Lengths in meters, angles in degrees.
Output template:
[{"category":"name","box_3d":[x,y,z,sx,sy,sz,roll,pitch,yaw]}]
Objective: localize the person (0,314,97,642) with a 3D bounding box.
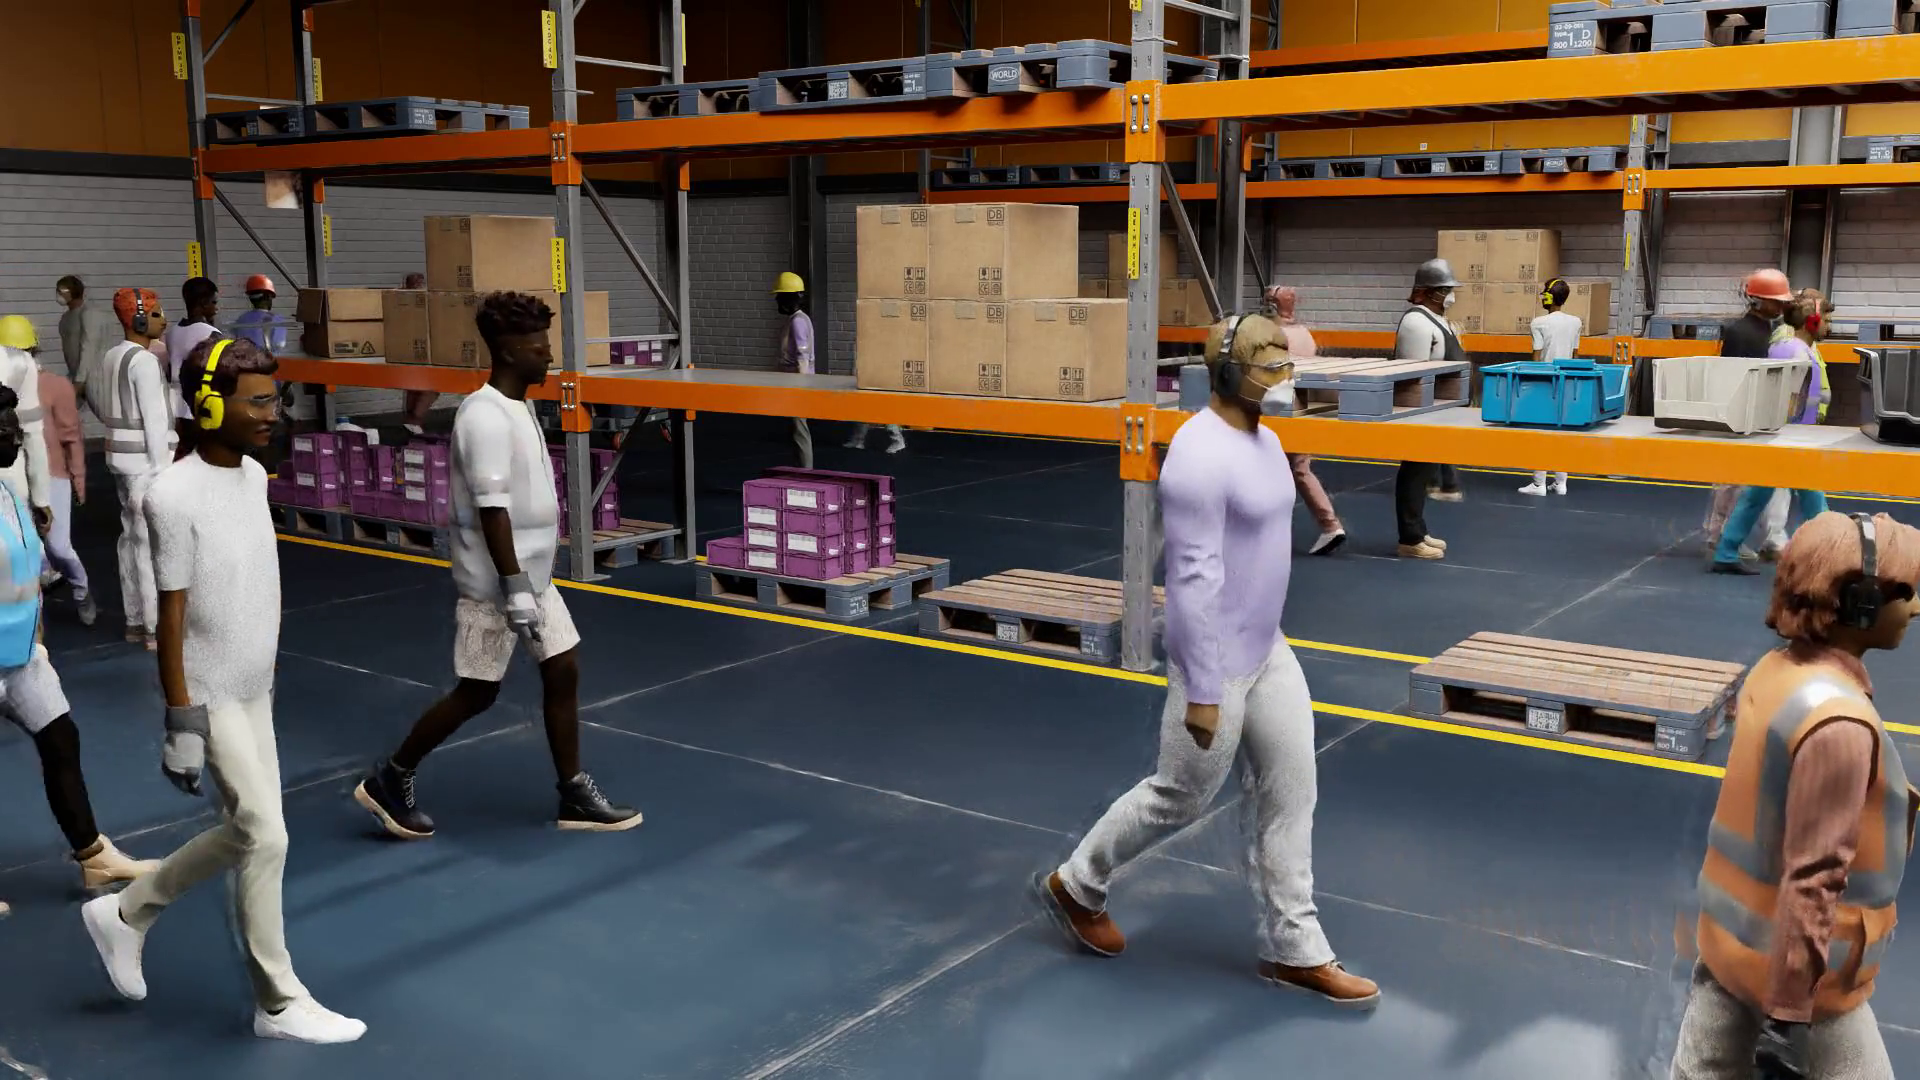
[{"category":"person","box_3d":[-4.867,-0.307,8.721,0.548,1.744,0.466,-1,10,-6]}]

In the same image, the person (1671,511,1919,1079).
[{"category":"person","box_3d":[1.543,0.747,2.878,0.837,1.592,0.548,2,10,13]}]

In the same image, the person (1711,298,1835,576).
[{"category":"person","box_3d":[5.302,-0.621,10.504,0.978,1.778,0.597,3,10,16]}]

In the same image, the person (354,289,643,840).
[{"category":"person","box_3d":[-1.642,0.106,5.751,0.919,1.935,0.608,0,10,2]}]

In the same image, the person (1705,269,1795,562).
[{"category":"person","box_3d":[5.281,-0.820,11.135,0.539,1.962,0.749,9,13,43]}]

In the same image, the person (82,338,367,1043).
[{"category":"person","box_3d":[-1.951,0.400,4.280,0.732,1.840,0.518,1,10,4]}]

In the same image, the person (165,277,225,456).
[{"category":"person","box_3d":[-5.066,-0.795,11.149,0.592,1.917,0.392,6,11,34]}]

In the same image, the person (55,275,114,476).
[{"category":"person","box_3d":[-8.165,-1.491,15.387,0.639,1.883,1.032,7,12,36]}]

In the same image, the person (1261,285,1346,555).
[{"category":"person","box_3d":[2.238,-0.821,11.474,0.646,1.874,0.977,-9,13,-42]}]

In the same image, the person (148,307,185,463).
[{"category":"person","box_3d":[-5.586,-0.789,11.580,0.526,1.760,0.336,-9,13,-42]}]

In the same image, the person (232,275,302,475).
[{"category":"person","box_3d":[-5.957,-1.326,14.368,0.600,1.894,0.609,3,10,17]}]

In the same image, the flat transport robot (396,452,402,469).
[{"category":"flat transport robot","box_3d":[-5.054,-0.640,15.109,0.652,0.197,1.431,-2,10,-12]}]

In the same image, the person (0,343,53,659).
[{"category":"person","box_3d":[-4.206,-0.176,7.144,0.811,2.019,0.629,9,13,42]}]

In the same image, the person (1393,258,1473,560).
[{"category":"person","box_3d":[3.238,-0.903,11.418,0.536,2.000,0.681,4,10,22]}]

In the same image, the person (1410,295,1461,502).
[{"category":"person","box_3d":[3.962,-1.220,13.997,0.636,1.805,0.549,9,13,42]}]

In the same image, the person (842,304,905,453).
[{"category":"person","box_3d":[-0.909,-1.772,17.629,0.905,1.698,0.502,6,11,33]}]

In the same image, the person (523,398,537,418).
[{"category":"person","box_3d":[-4.226,-1.402,15.714,0.517,1.591,0.860,7,12,34]}]

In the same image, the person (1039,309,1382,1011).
[{"category":"person","box_3d":[0.677,0.316,4.594,0.959,1.904,0.643,6,11,31]}]

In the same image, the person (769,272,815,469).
[{"category":"person","box_3d":[-1.406,-1.281,14.003,0.372,1.925,0.596,-1,10,-9]}]

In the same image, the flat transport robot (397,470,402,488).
[{"category":"flat transport robot","box_3d":[-4.520,-0.483,14.178,1.431,0.197,0.652,-3,10,-16]}]

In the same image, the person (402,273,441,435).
[{"category":"person","box_3d":[-6.106,-2.058,18.757,0.434,1.890,0.646,-5,11,-29]}]

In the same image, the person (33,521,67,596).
[{"category":"person","box_3d":[-5.839,-0.560,9.929,0.997,1.852,0.672,6,11,31]}]

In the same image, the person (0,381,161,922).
[{"category":"person","box_3d":[-2.840,0.350,5.052,0.773,1.663,0.558,-1,10,-8]}]

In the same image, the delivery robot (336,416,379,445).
[{"category":"delivery robot","box_3d":[-5.791,-0.919,15.650,0.477,0.478,0.707,2,10,13]}]

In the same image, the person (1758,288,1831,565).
[{"category":"person","box_3d":[5.575,-0.757,11.138,0.430,1.845,0.619,6,11,33]}]

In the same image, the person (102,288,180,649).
[{"category":"person","box_3d":[-4.274,-0.372,8.728,0.360,1.882,0.575,-9,13,-43]}]

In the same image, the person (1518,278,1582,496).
[{"category":"person","box_3d":[5.101,-1.317,14.381,0.527,1.875,0.322,-3,10,-18]}]
